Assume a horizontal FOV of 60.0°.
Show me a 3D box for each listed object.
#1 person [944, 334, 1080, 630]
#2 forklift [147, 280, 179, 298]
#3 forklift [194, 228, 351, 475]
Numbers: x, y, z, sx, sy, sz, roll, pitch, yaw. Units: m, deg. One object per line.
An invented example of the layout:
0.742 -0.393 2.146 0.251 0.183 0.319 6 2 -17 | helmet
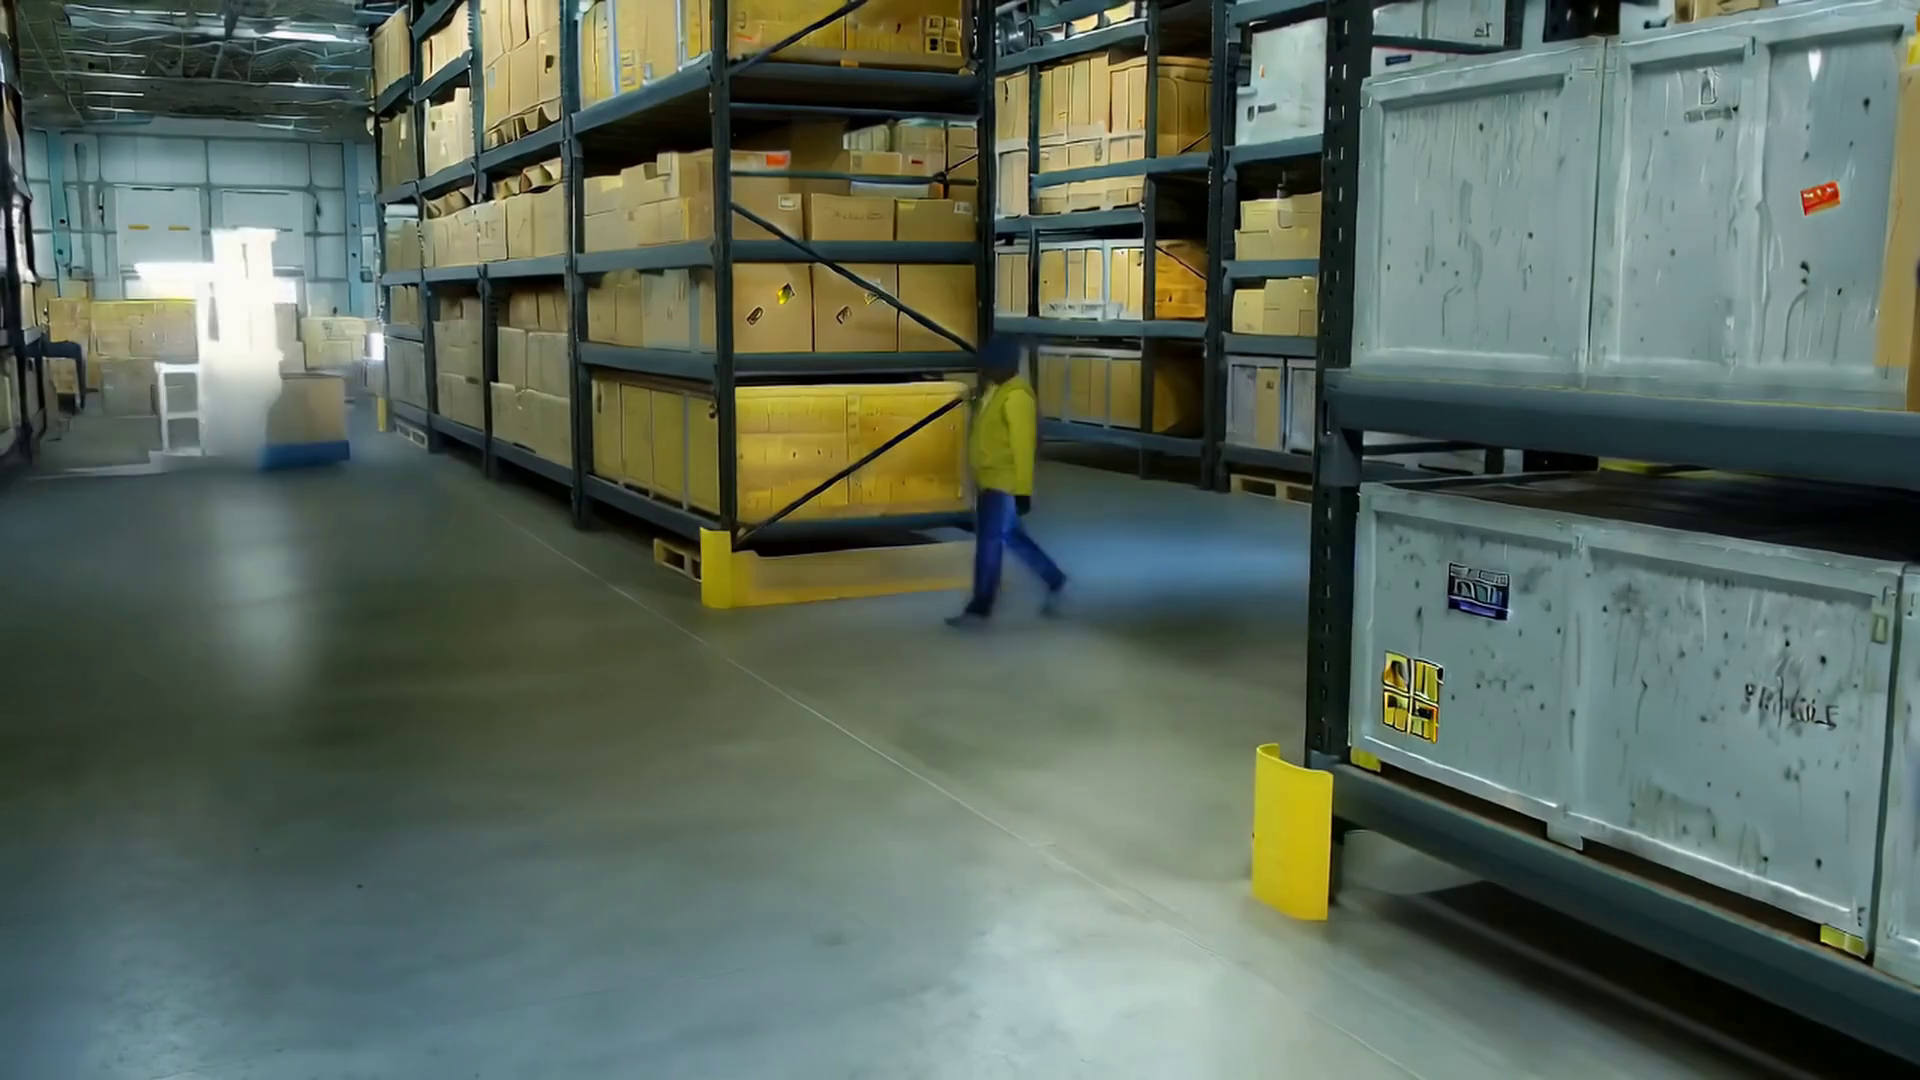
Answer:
0.337 -0.356 10.211 0.835 1.817 0.632 -2 8 -12 | person
-25.114 -7.030 52.567 1.873 2.768 1.129 6 10 37 | forklift
-8.335 -2.242 19.551 1.129 2.768 1.873 7 11 42 | forklift
